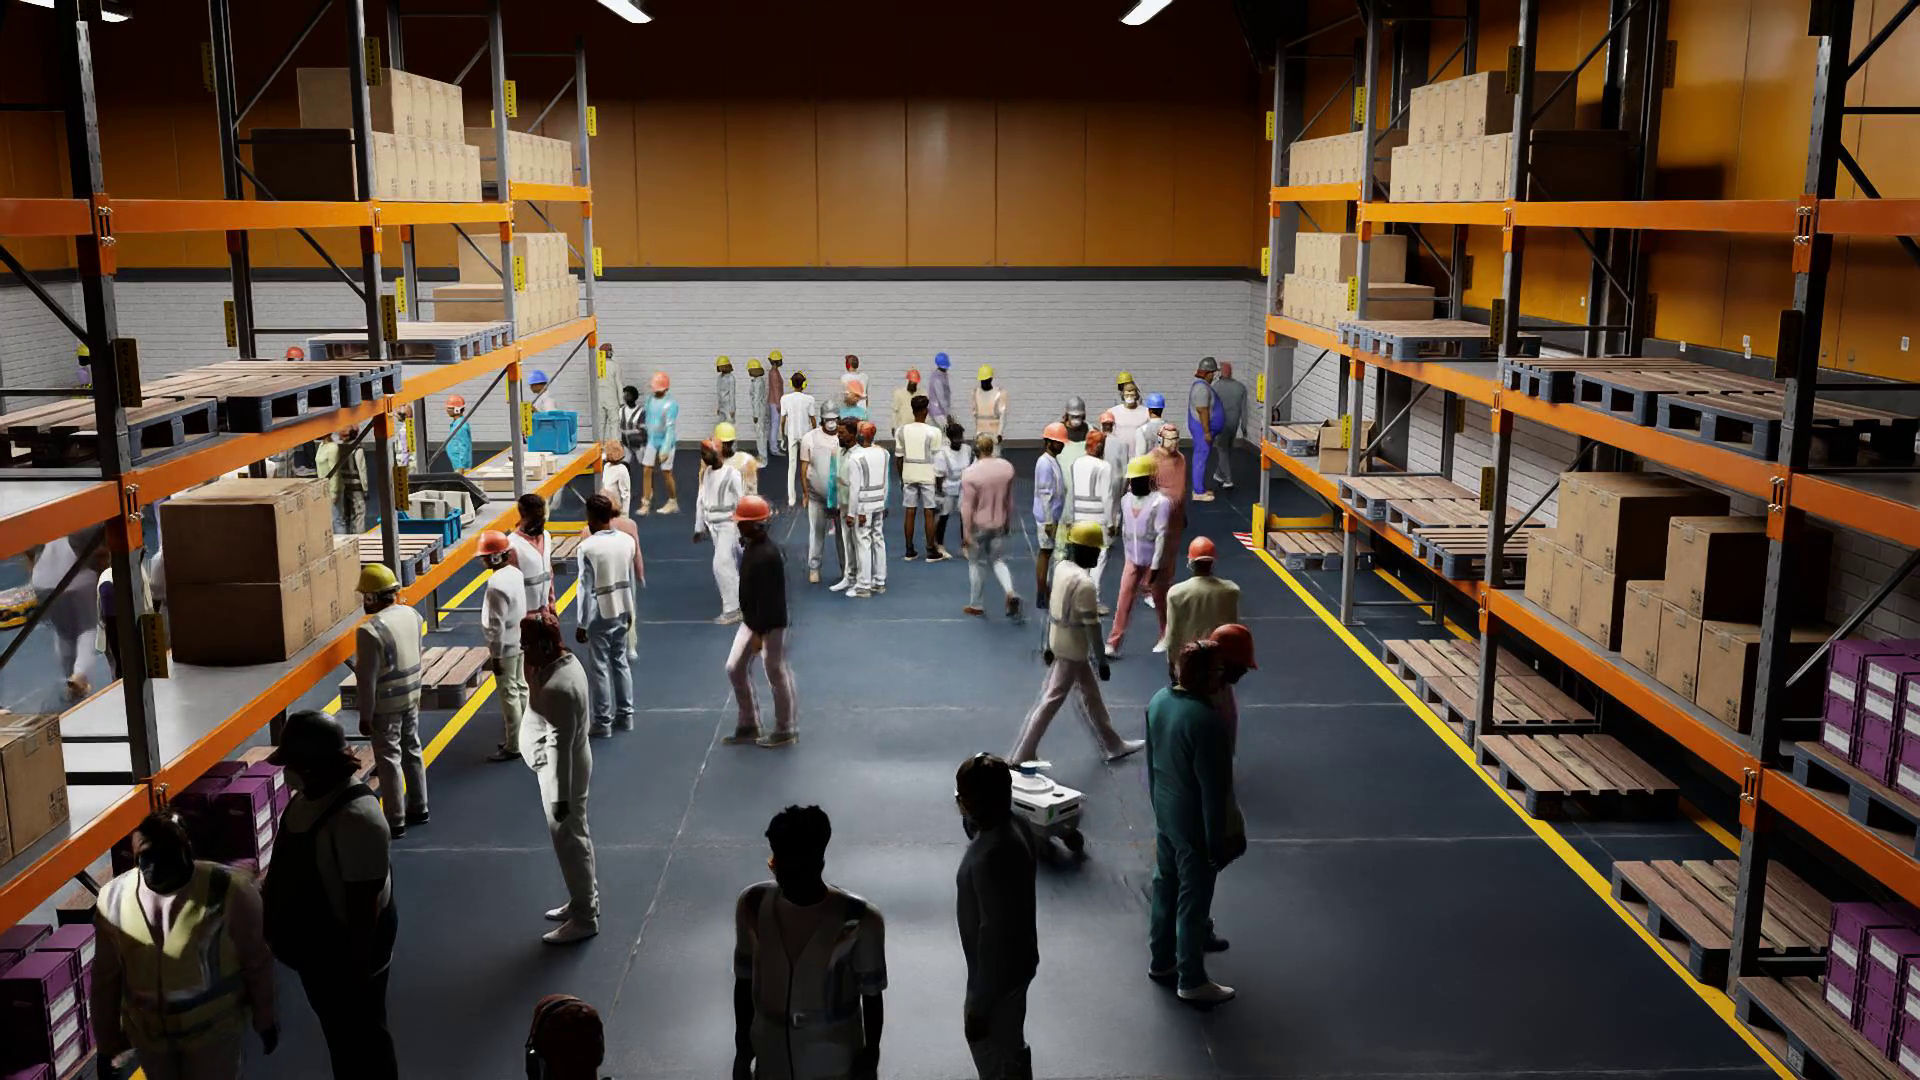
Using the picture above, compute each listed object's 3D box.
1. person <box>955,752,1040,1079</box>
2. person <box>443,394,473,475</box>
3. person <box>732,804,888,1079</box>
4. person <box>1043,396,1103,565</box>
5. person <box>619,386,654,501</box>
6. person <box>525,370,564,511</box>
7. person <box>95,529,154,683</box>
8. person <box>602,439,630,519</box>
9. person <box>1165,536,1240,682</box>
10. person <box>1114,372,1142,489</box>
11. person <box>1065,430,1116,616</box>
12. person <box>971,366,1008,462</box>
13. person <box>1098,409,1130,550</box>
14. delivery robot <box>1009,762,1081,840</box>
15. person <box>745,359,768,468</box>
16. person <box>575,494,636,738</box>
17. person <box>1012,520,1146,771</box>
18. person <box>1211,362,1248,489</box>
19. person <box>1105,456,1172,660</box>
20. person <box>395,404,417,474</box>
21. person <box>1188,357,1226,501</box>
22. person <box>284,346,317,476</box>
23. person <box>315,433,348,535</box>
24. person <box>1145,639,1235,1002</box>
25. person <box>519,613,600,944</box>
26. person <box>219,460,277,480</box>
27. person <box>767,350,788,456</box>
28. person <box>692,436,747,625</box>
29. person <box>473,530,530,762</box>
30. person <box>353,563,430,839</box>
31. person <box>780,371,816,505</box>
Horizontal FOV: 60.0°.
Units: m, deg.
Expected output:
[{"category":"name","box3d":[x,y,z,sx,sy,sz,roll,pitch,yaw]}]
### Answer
[{"category":"person","box3d":[0.138,1.804,6.858,0.371,1.934,0.627,2,11,10]},{"category":"person","box3d":[-6.422,-0.994,21.340,0.326,1.752,0.560,-4,12,-21]},{"category":"person","box3d":[-0.576,1.916,6.226,0.600,1.960,0.374,3,12,15]},{"category":"person","box3d":[1.300,-0.650,18.889,0.689,2.000,0.545,-1,11,-7]},{"category":"person","box3d":[-4.584,-1.319,23.207,0.550,1.643,0.855,6,13,28]},{"category":"person","box3d":[-5.685,-1.360,22.723,0.449,1.930,0.628,-7,13,-32]},{"category":"person","box3d":[-6.056,0.809,12.106,0.393,1.836,0.561,-1,11,-4]},{"category":"person","box3d":[-3.749,-0.287,18.094,0.278,1.634,0.497,-9,14,-37]},{"category":"person","box3d":[1.788,0.830,12.248,0.570,1.730,0.743,-1,11,-3]},{"category":"person","box3d":[2.446,-1.616,24.521,0.490,1.730,0.324,10,15,42]},{"category":"person","box3d":[1.315,-0.175,16.947,0.535,1.869,0.786,-8,14,-36]},{"category":"person","box3d":[0.383,-1.549,23.820,0.597,1.870,0.995,5,12,21]},{"category":"person","box3d":[1.749,-0.694,19.948,0.568,1.717,0.649,1,11,5]},{"category":"delivery robot","box3d":[0.441,1.677,10.725,0.707,0.478,0.477,11,16,44]},{"category":"person","box3d":[-3.248,-2.023,26.546,0.321,1.737,0.484,0,11,-2]},{"category":"person","box3d":[-2.753,0.590,13.016,0.399,1.906,0.603,6,13,29]},{"category":"person","box3d":[0.864,0.775,12.192,1.060,1.864,0.589,-2,11,-11]},{"category":"person","box3d":[3.923,-1.705,24.689,0.653,1.850,1.014,-3,12,-15]},{"category":"person","box3d":[1.653,0.168,15.210,0.589,1.875,0.993,10,15,42]},{"category":"person","box3d":[-7.048,-0.927,21.283,0.310,1.642,0.514,-1,11,-5]},{"category":"person","box3d":[3.501,-1.587,23.590,0.535,2.000,0.687,1,11,7]},{"category":"person","box3d":[-10.209,-1.999,25.768,0.383,1.996,0.609,-5,12,-25]},{"category":"person","box3d":[-7.279,-0.565,19.183,0.337,1.759,0.523,-8,14,-35]},{"category":"person","box3d":[1.226,1.449,8.708,0.402,1.906,0.652,-5,12,-22]},{"category":"person","box3d":[-2.273,1.327,9.373,0.394,1.892,0.636,-2,11,-10]},{"category":"person","box3d":[-7.250,-0.177,17.043,0.560,1.836,0.394,-8,14,-36]},{"category":"person","box3d":[-3.055,-2.281,27.765,0.313,1.769,0.525,-2,12,-12]},{"category":"person","box3d":[-2.433,-0.099,16.584,0.679,1.858,0.569,-10,15,-42]},{"category":"person","box3d":[-3.429,0.781,12.463,0.345,1.744,0.566,0,11,2]},{"category":"person","box3d":[-3.752,1.049,10.927,0.403,1.824,0.596,3,12,16]},{"category":"person","box3d":[-2.233,-1.406,23.114,0.532,1.870,0.316,1,11,5]}]
